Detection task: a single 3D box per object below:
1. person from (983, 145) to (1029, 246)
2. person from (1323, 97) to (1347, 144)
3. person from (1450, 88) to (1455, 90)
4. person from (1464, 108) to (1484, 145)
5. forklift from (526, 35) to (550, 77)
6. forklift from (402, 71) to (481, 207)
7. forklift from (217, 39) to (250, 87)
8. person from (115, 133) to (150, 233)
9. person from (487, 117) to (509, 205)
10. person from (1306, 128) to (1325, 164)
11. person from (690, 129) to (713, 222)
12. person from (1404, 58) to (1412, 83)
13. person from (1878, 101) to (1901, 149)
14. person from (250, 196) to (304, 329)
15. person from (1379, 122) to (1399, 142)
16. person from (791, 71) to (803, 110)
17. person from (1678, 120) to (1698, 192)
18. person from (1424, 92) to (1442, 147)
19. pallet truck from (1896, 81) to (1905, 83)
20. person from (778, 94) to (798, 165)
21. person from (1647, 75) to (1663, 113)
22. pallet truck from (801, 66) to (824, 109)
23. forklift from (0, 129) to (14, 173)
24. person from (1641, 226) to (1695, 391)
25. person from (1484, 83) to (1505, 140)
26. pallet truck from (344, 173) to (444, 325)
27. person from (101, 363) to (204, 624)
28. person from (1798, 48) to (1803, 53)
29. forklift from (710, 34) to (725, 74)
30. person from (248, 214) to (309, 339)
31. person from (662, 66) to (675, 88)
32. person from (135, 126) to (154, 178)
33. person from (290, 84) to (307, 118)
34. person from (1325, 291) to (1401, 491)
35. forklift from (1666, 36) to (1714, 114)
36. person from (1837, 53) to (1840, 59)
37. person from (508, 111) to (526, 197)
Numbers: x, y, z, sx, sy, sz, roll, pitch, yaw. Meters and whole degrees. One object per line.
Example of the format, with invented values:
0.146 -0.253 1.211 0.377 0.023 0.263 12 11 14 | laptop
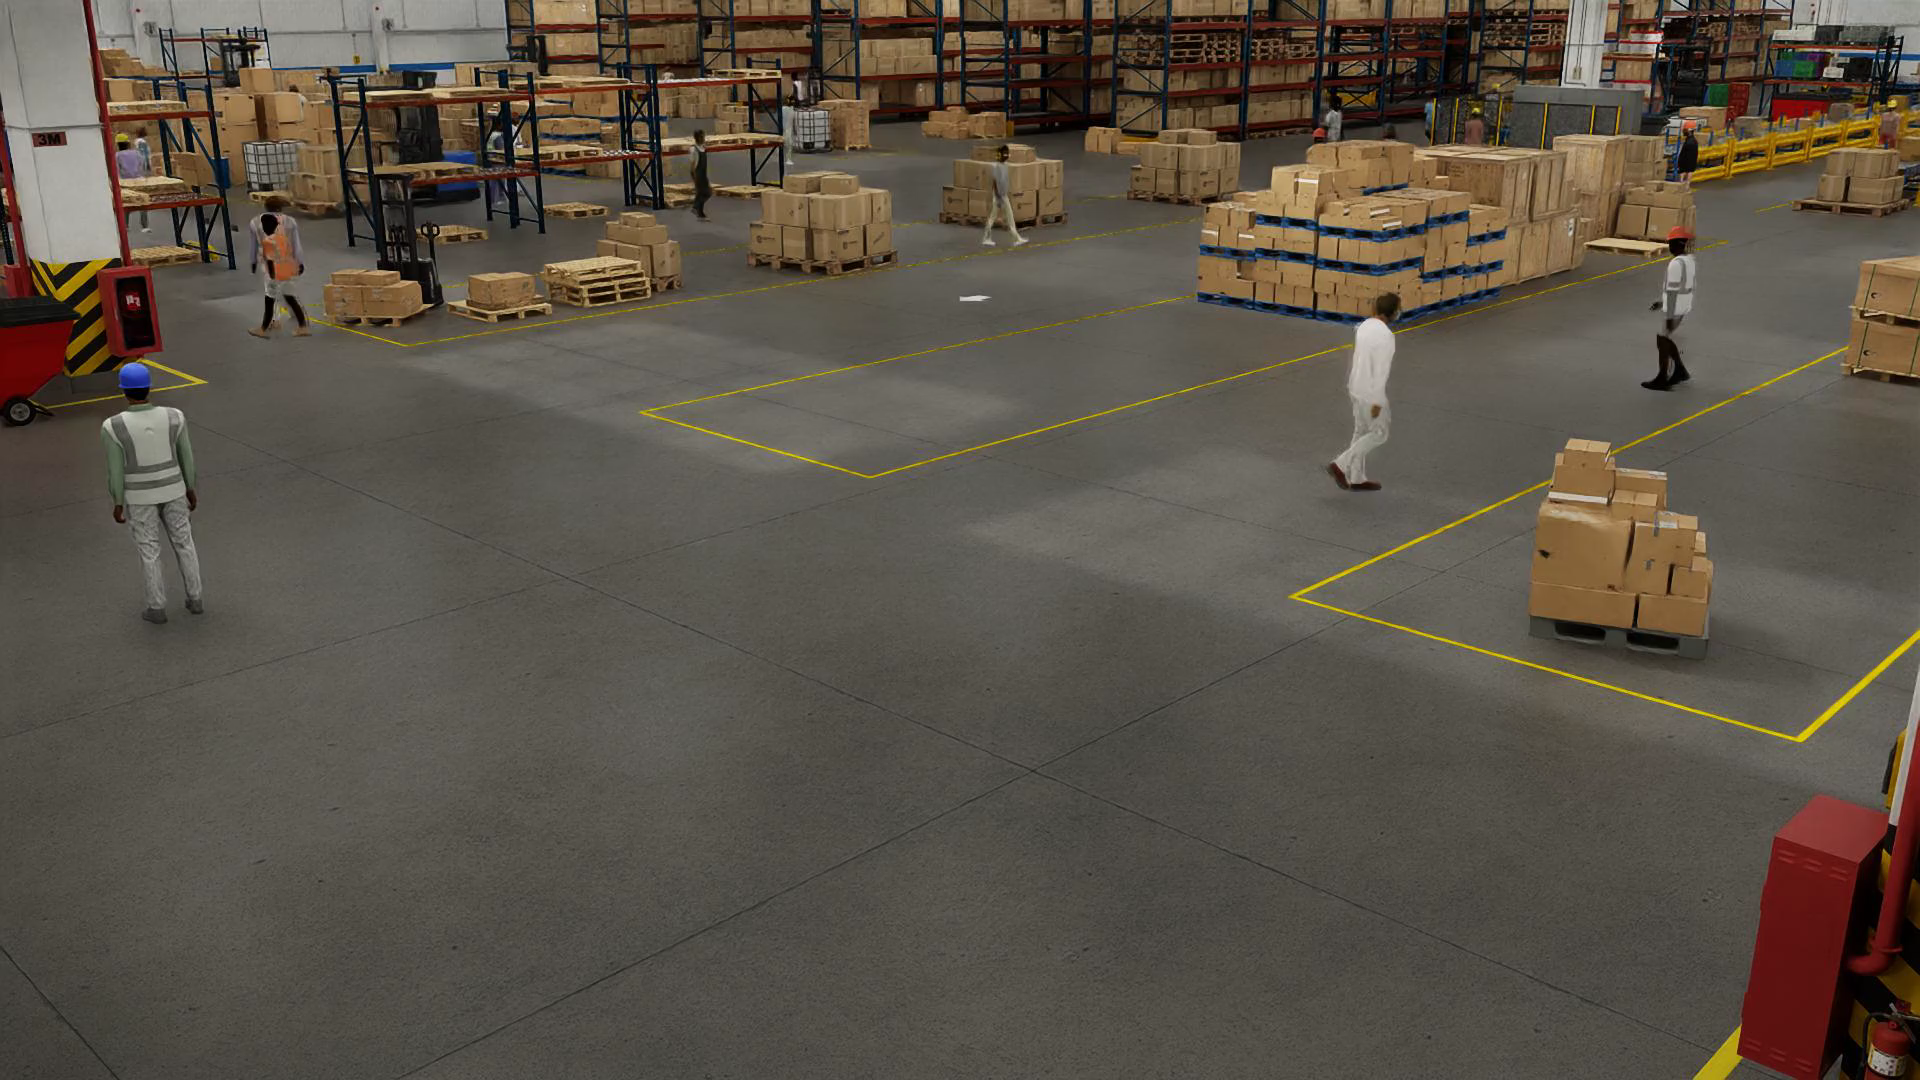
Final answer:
0.798 -6.262 30.315 0.953 1.817 0.533 15 23 38 | person
9.540 -10.192 41.976 0.927 1.926 0.615 13 23 35 | person
23.010 -22.001 77.538 0.355 1.938 0.636 7 19 19 | person
12.711 -9.801 41.126 0.529 1.723 0.865 -4 19 -13 | person
-16.117 -17.897 63.701 1.873 2.768 1.129 6 19 18 | forklift
-11.606 -8.747 36.134 1.129 2.768 1.873 17 25 41 | forklift
-25.669 -16.358 59.066 1.873 2.768 1.129 17 25 41 | forklift
-16.030 -6.887 32.091 0.858 1.886 0.593 16 24 39 | person
-10.020 -8.225 36.157 0.747 1.879 0.597 -9 20 -24 | person
6.983 -7.076 32.573 0.543 1.939 0.370 -5 19 -14 | person
-5.227 -7.347 33.552 0.409 1.833 0.545 6 19 18 | person
21.185 -22.191 78.582 0.307 1.638 0.513 17 25 42 | person
24.226 -10.585 43.478 0.901 1.723 0.545 -13 22 -35 | person
-9.514 -3.872 23.182 0.685 1.780 0.990 -6 19 -17 | person
8.443 -7.249 32.933 0.686 2.000 0.732 -5 19 -14 | person
-5.469 -14.720 55.654 0.441 1.904 0.621 3 19 10 | person
14.745 -7.520 33.823 0.397 1.992 0.623 6 19 17 | person
13.754 -12.184 48.366 0.537 1.684 0.492 12 22 31 | person
34.802 -16.331 61.455 0.653 1.274 1.630 17 25 41 | pallet truck
-4.570 -10.935 44.359 0.411 1.848 0.508 7 20 20 | person
22.470 -14.122 53.909 0.639 1.875 0.872 -12 22 -33 | person
-4.812 -15.182 56.903 0.823 1.965 1.885 -9 21 -26 | pallet truck
-24.026 -10.894 42.605 1.129 2.768 1.873 17 25 41 | forklift
8.359 -2.716 19.488 0.589 1.901 0.549 16 24 40 | person
16.101 -12.852 50.167 0.602 1.817 0.676 15 23 37 | person
-8.209 -4.181 23.757 0.823 1.965 1.885 3 19 9 | pallet truck
-5.954 -0.346 12.280 0.614 1.945 0.403 -17 25 -42 | person
41.131 -23.241 81.574 0.606 1.740 0.541 -17 25 -41 | person
-9.344 -18.558 65.693 1.873 2.768 1.129 14 23 36 | forklift
-9.226 -3.545 22.388 0.810 1.644 0.550 2 18 6 | person
-11.459 -17.814 65.397 0.538 1.623 0.463 2 18 7 | person
-18.138 -8.329 36.846 0.603 1.626 0.520 -17 25 -41 | person
-19.129 -12.172 47.994 0.630 1.905 0.944 -14 23 -36 | person
3.728 -1.340 15.341 0.578 1.919 0.633 -3 19 -10 | person
27.341 -17.291 61.877 1.129 2.768 1.873 17 25 41 | forklift
41.145 -22.274 78.298 0.402 1.987 0.608 13 22 34 | person
-10.055 -8.743 37.681 0.342 1.882 0.587 -2 19 -7 | person
